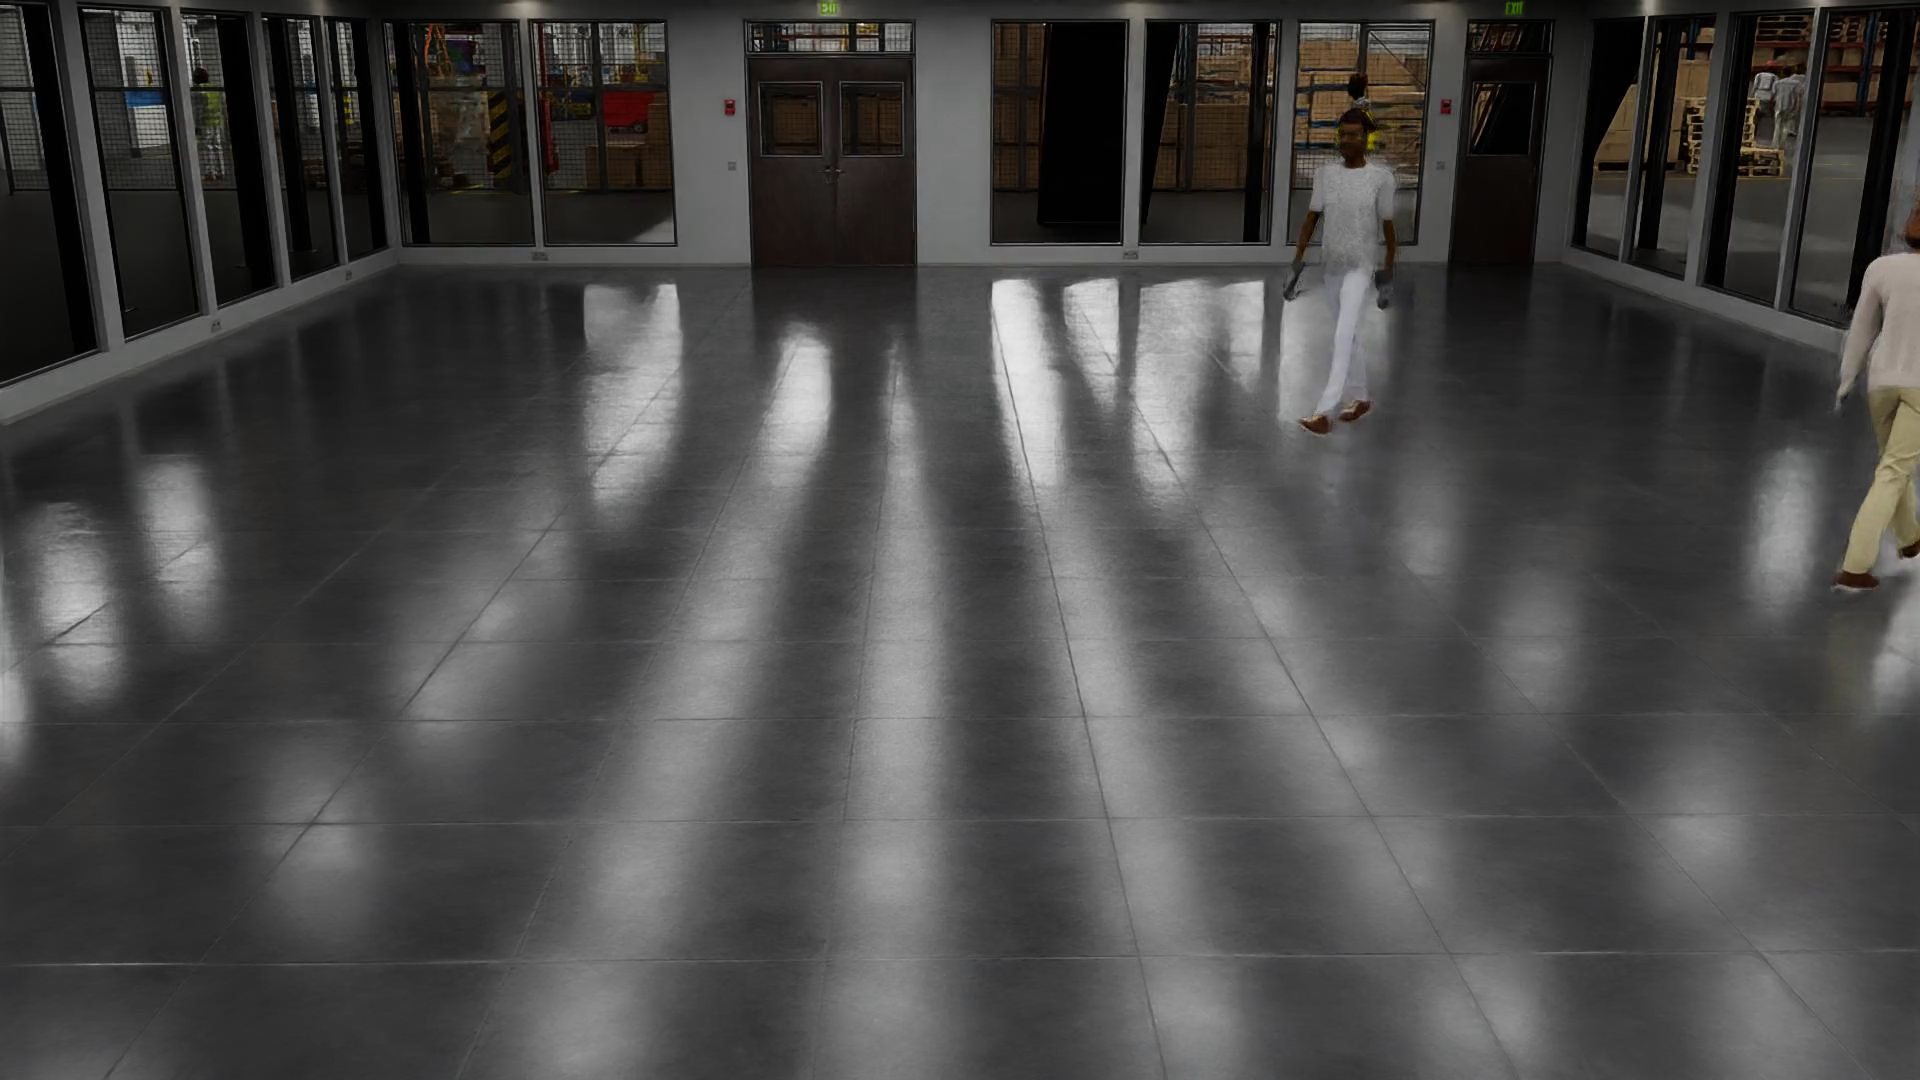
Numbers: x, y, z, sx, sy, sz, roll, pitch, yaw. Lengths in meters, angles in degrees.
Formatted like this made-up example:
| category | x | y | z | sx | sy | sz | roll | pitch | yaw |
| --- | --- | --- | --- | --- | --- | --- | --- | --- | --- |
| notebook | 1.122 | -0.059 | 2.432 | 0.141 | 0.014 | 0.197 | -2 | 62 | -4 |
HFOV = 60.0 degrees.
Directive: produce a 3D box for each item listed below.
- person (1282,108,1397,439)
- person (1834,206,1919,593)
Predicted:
| category | x | y | z | sx | sy | sz | roll | pitch | yaw |
| --- | --- | --- | --- | --- | --- | --- | --- | --- | --- |
| person | 2.157 | -1.510 | 9.418 | 0.529 | 1.811 | 1.003 | 14 | 22 | 40 |
| person | 3.865 | -0.600 | 6.680 | 0.854 | 1.586 | 0.524 | -10 | 19 | -30 |
